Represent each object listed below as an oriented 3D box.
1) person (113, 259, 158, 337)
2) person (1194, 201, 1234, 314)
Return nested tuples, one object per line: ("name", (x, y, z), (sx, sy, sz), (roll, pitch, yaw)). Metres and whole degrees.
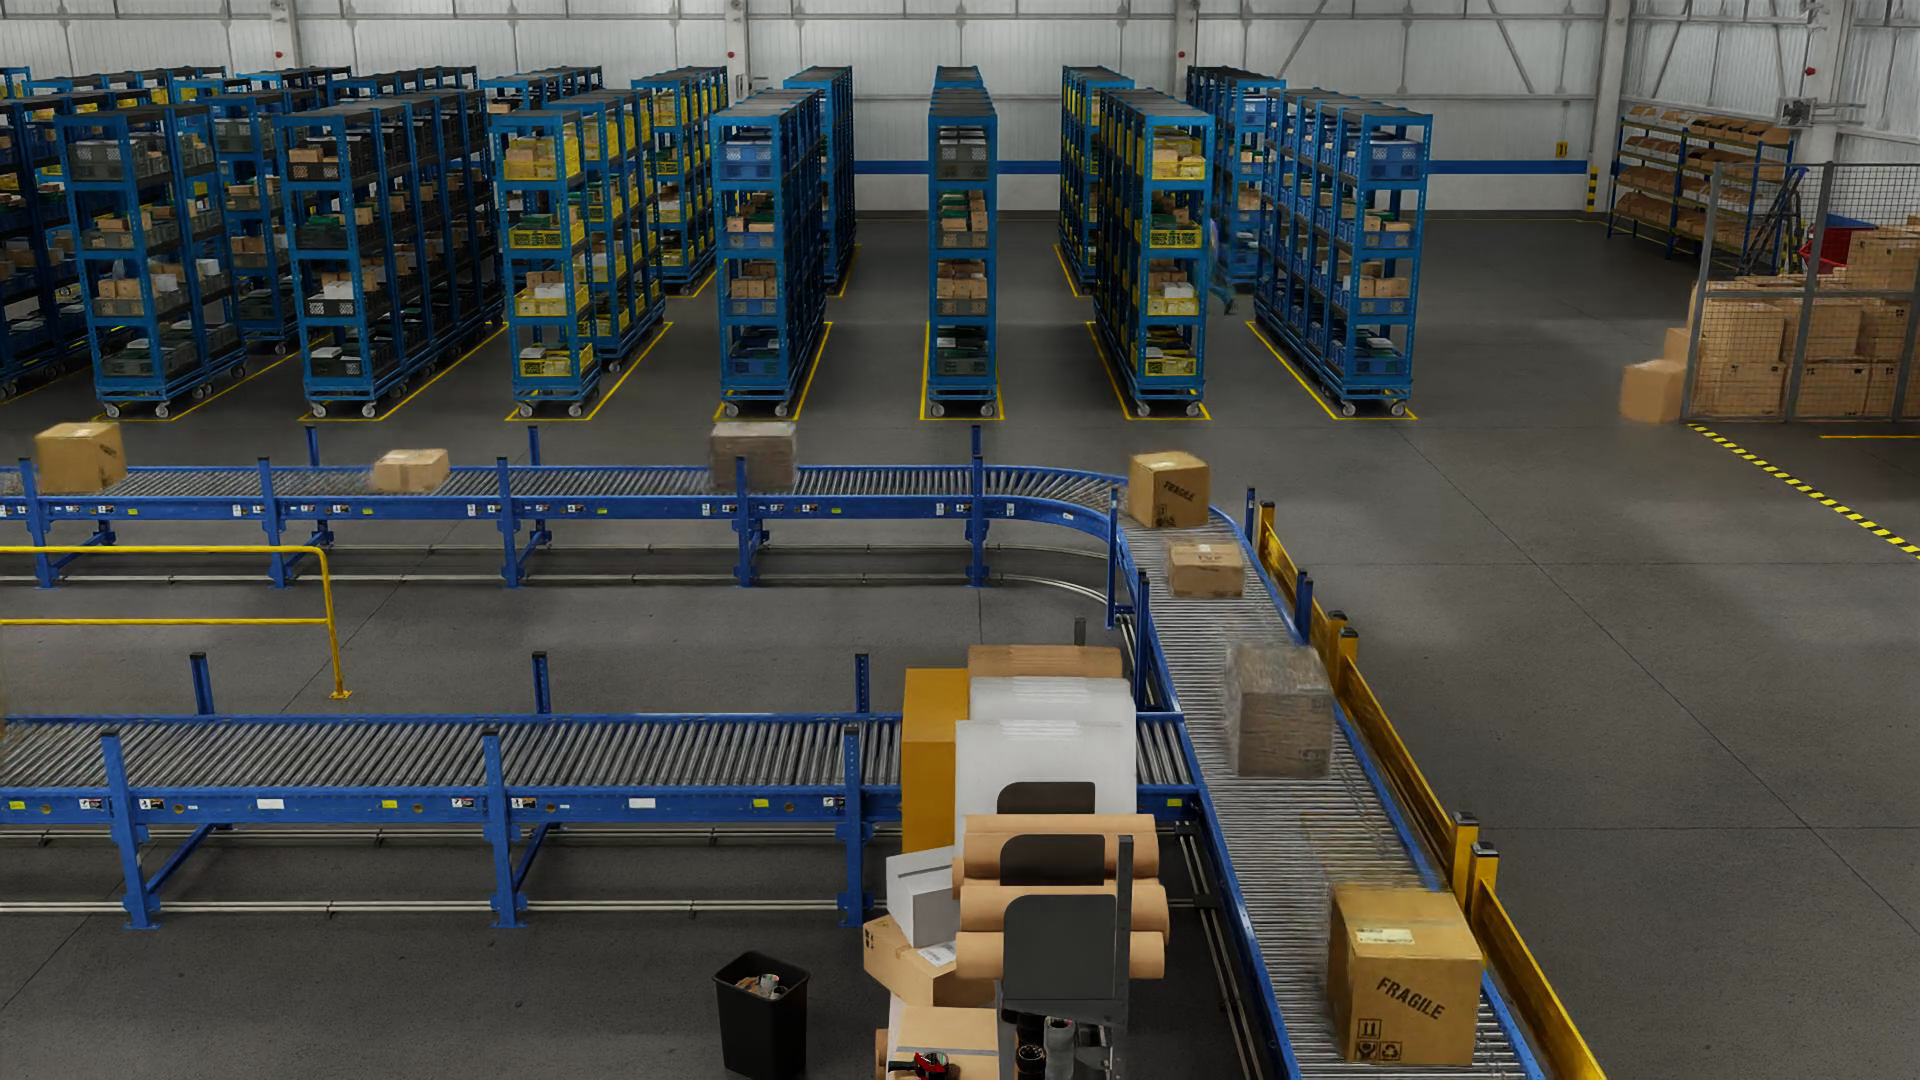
("person", (-10.930, -3.108, 22.151), (0.612, 1.893, 1.008), (-1, 18, -4))
("person", (3.953, -4.475, 26.478), (0.789, 1.825, 0.576), (-3, 18, -9))
